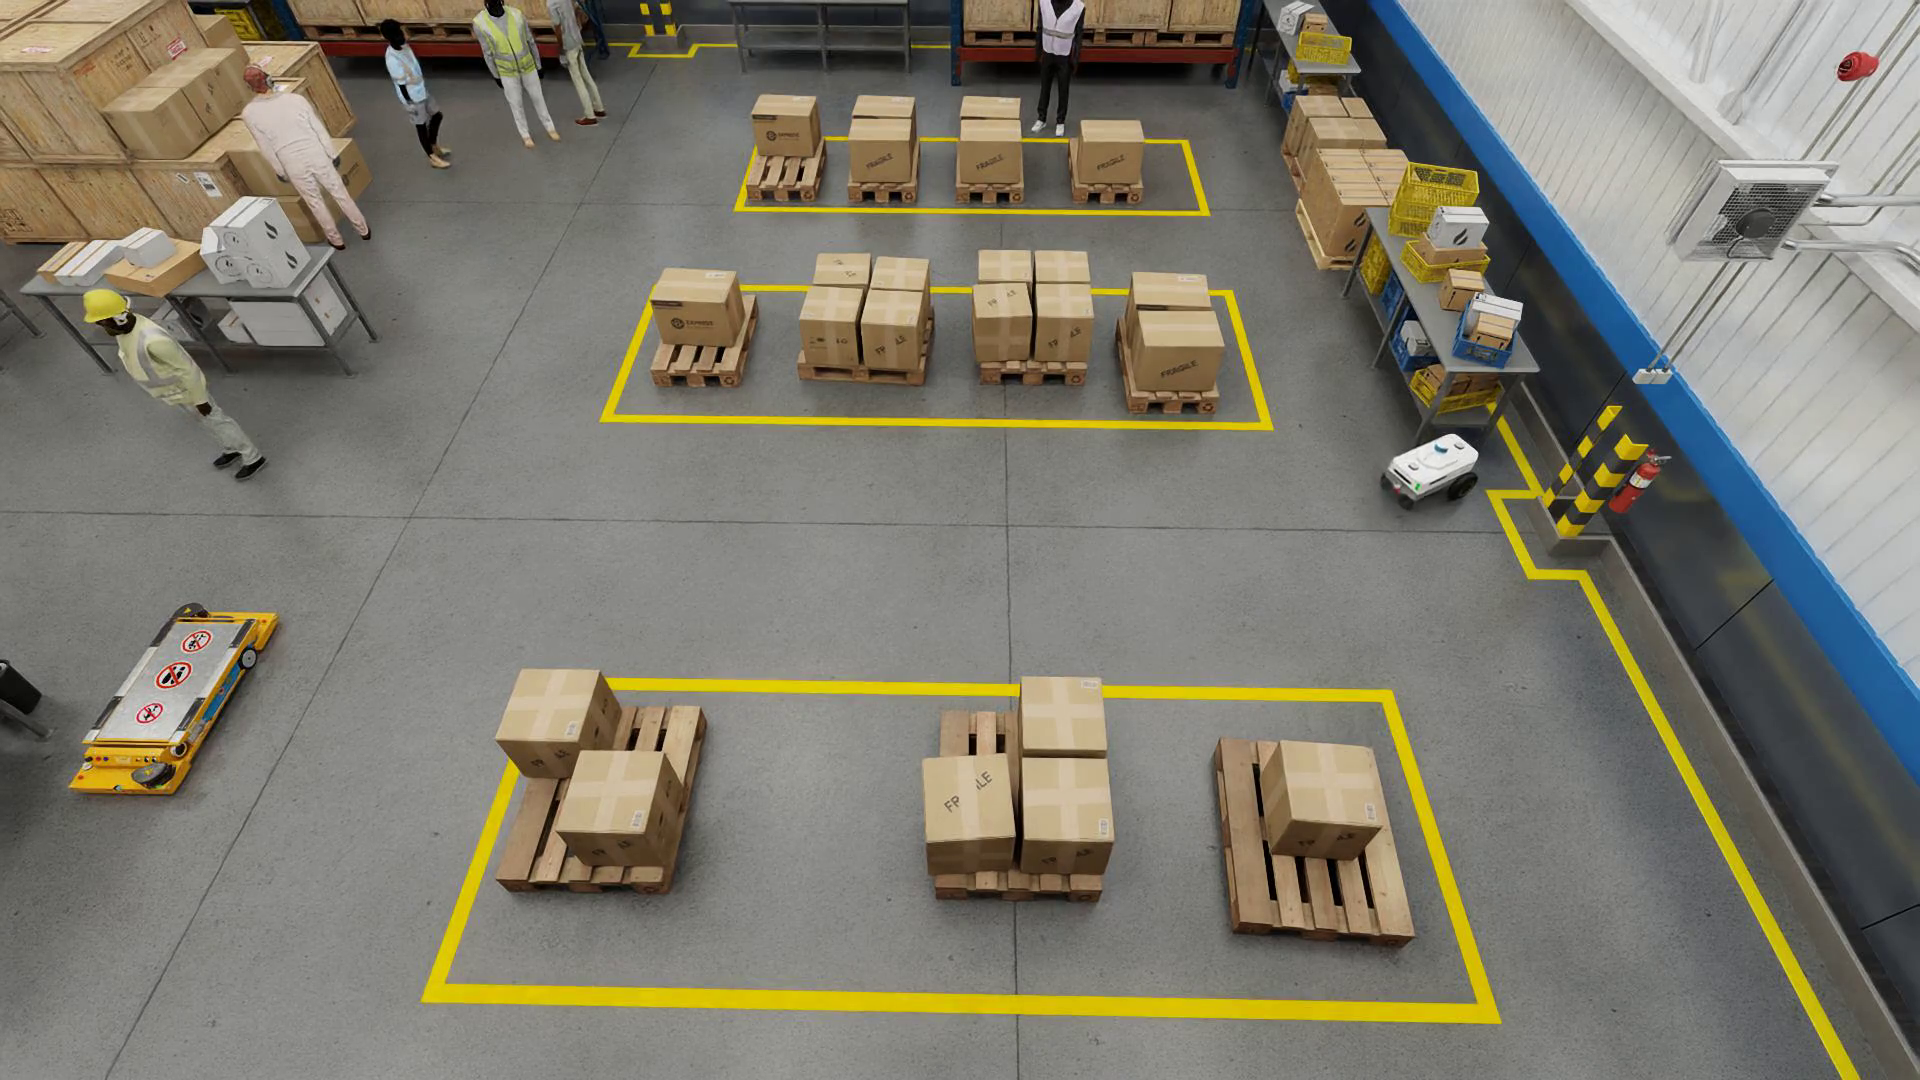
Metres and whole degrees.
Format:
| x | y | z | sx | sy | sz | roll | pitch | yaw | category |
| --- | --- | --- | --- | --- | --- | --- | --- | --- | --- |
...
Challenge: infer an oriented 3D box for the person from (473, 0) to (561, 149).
| x | y | z | sx | sy | sz | roll | pitch | yaw | category |
| --- | --- | --- | --- | --- | --- | --- | --- | --- | --- |
| -5.423 | -5.764 | 11.214 | 0.624 | 1.836 | 0.431 | -26 | 55 | -21 | person |

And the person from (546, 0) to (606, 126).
| x | y | z | sx | sy | sz | roll | pitch | yaw | category |
| --- | --- | --- | --- | --- | --- | --- | --- | --- | --- |
| -4.933 | -6.239 | 11.601 | 0.330 | 1.856 | 0.518 | 8 | 50 | 6 | person |

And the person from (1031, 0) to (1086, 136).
| x | y | z | sx | sy | sz | roll | pitch | yaw | category |
| --- | --- | --- | --- | --- | --- | --- | --- | --- | --- |
| 1.215 | -6.043 | 11.391 | 0.587 | 1.920 | 0.393 | 17 | 52 | 14 | person |

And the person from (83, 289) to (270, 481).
| x | y | z | sx | sy | sz | roll | pitch | yaw | category |
| --- | --- | --- | --- | --- | --- | --- | --- | --- | --- |
| -6.293 | -1.229 | 7.373 | 0.600 | 1.830 | 0.403 | 26 | 54 | 20 | person |

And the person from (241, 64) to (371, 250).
| x | y | z | sx | sy | sz | roll | pitch | yaw | category |
| --- | --- | --- | --- | --- | --- | --- | --- | --- | --- |
| -6.934 | -4.010 | 9.683 | 0.642 | 1.902 | 0.399 | -33 | 57 | -25 | person |

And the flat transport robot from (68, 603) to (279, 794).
| x | y | z | sx | sy | sz | roll | pitch | yaw | category |
| --- | --- | --- | --- | --- | --- | --- | --- | --- | --- |
| -5.504 | 1.072 | 6.442 | 0.652 | 0.197 | 1.431 | 1 | 50 | 1 | flat transport robot |

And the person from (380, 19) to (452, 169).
| x | y | z | sx | sy | sz | roll | pitch | yaw | category |
| --- | --- | --- | --- | --- | --- | --- | --- | --- | --- |
| -6.482 | -5.287 | 10.903 | 0.357 | 1.692 | 0.548 | 0 | 50 | 0 | person |

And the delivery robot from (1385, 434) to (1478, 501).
| x | y | z | sx | sy | sz | roll | pitch | yaw | category |
| --- | --- | --- | --- | --- | --- | --- | --- | --- | --- |
| 3.928 | -0.623 | 7.632 | 0.707 | 0.478 | 0.477 | -22 | 53 | -18 | delivery robot |
